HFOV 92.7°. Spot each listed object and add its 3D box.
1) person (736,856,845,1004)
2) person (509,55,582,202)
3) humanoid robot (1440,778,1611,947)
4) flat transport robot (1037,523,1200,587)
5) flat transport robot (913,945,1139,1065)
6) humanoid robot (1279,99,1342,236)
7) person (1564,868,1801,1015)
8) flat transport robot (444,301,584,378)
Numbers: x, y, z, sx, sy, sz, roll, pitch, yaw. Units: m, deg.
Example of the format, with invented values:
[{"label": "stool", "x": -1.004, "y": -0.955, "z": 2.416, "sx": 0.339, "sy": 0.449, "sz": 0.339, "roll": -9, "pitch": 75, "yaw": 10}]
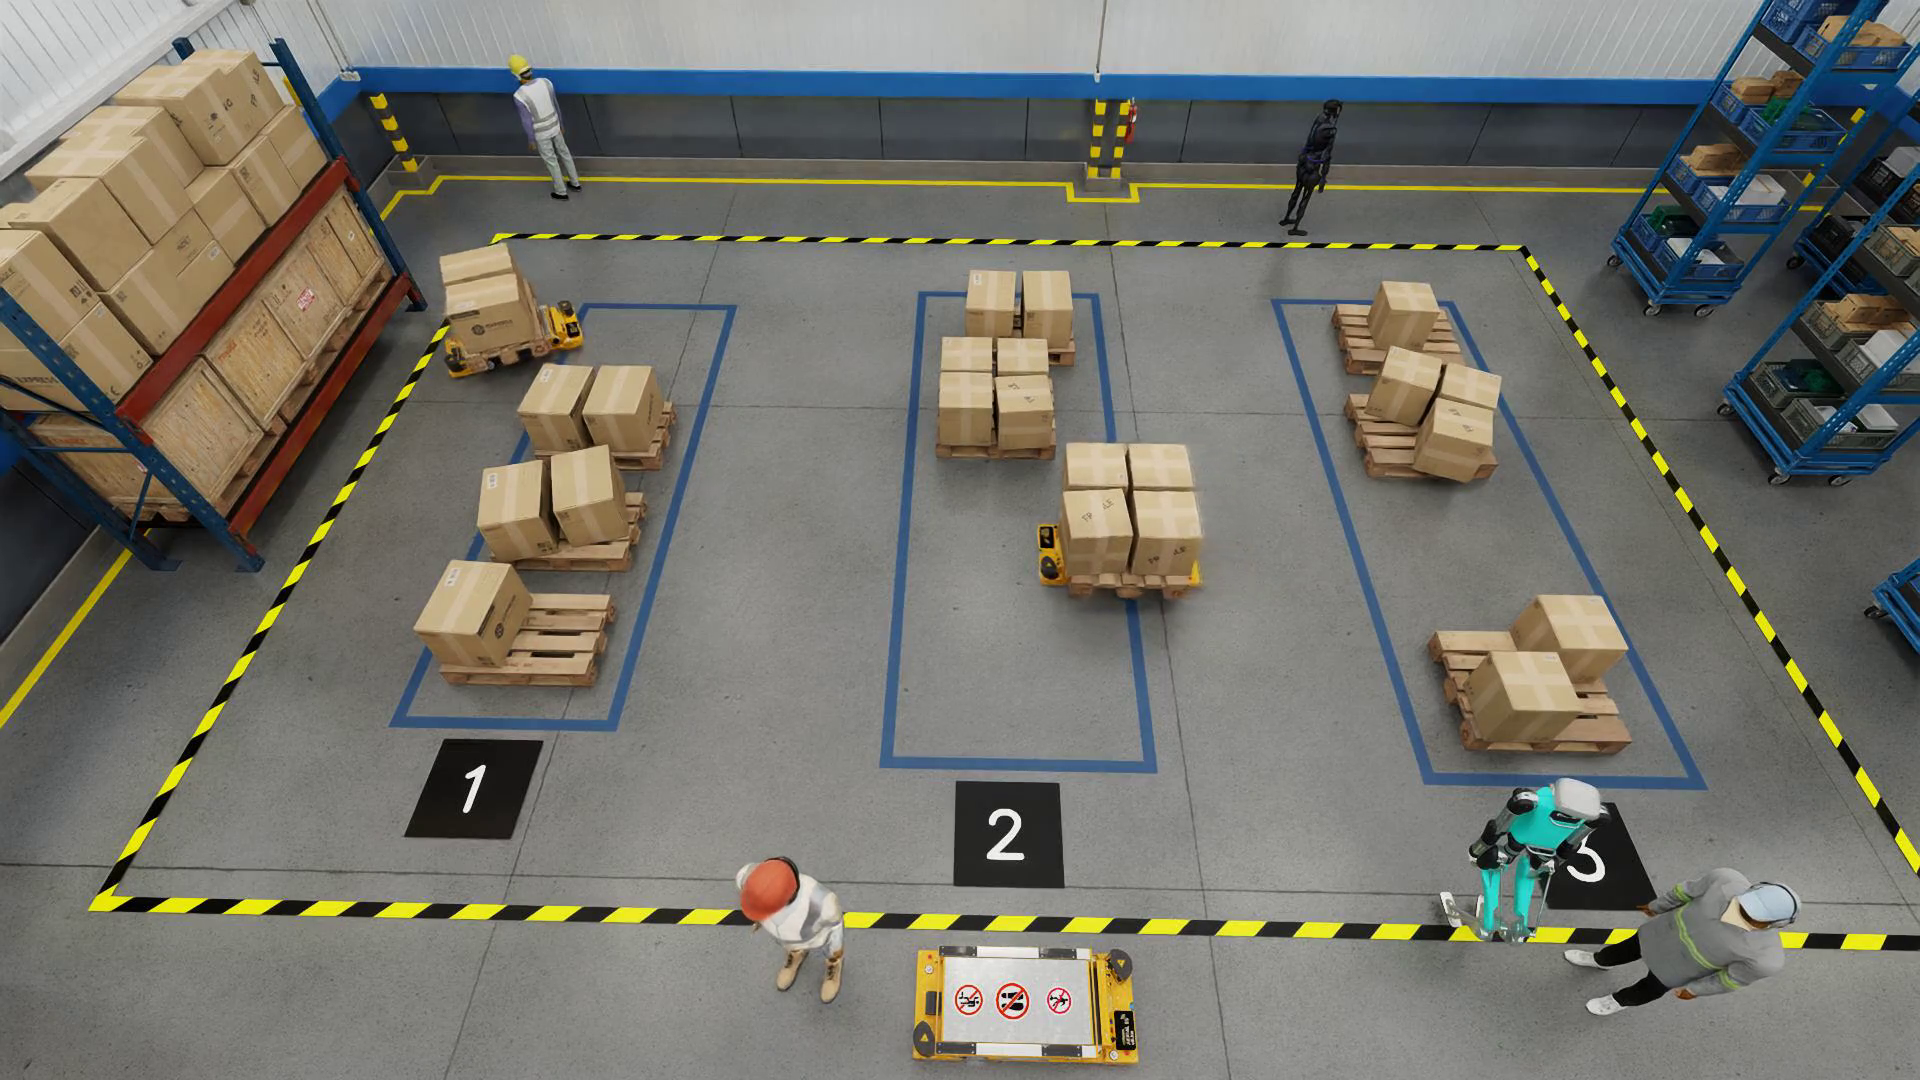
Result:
[{"label": "person", "x": -0.973, "y": 2.328, "z": 5.451, "sx": 0.607, "sy": 2.034, "sz": 0.400, "roll": 14, "pitch": 52, "yaw": 11}, {"label": "person", "x": -5.343, "y": -5.271, "z": 11.780, "sx": 0.403, "sy": 1.823, "sz": 0.586, "roll": 24, "pitch": 55, "yaw": 18}, {"label": "humanoid robot", "x": 3.496, "y": 2.137, "z": 5.709, "sx": 0.533, "sy": 1.677, "sz": 0.735, "roll": 9, "pitch": 51, "yaw": 7}, {"label": "flat transport robot", "x": 1.440, "y": 0.102, "z": 8.384, "sx": 1.431, "sy": 0.197, "sz": 0.652, "roll": 1, "pitch": 51, "yaw": 1}, {"label": "flat transport robot", "x": 0.422, "y": 3.041, "z": 6.007, "sx": 1.431, "sy": 0.231, "sz": 0.659, "roll": 1, "pitch": 51, "yaw": 1}, {"label": "humanoid robot", "x": 4.353, "y": -4.614, "z": 11.329, "sx": 0.315, "sy": 1.657, "sz": 0.599, "roll": -7, "pitch": 51, "yaw": -6}, {"label": "person", "x": 4.309, "y": 2.426, "z": 5.486, "sx": 0.368, "sy": 1.852, "sz": 0.592, "roll": 0, "pitch": 51, "yaw": 0}, {"label": "flat transport robot", "x": -5.044, "y": -2.281, "z": 10.327, "sx": 1.431, "sy": 0.197, "sz": 0.652, "roll": -20, "pitch": 54, "yaw": -15}]
